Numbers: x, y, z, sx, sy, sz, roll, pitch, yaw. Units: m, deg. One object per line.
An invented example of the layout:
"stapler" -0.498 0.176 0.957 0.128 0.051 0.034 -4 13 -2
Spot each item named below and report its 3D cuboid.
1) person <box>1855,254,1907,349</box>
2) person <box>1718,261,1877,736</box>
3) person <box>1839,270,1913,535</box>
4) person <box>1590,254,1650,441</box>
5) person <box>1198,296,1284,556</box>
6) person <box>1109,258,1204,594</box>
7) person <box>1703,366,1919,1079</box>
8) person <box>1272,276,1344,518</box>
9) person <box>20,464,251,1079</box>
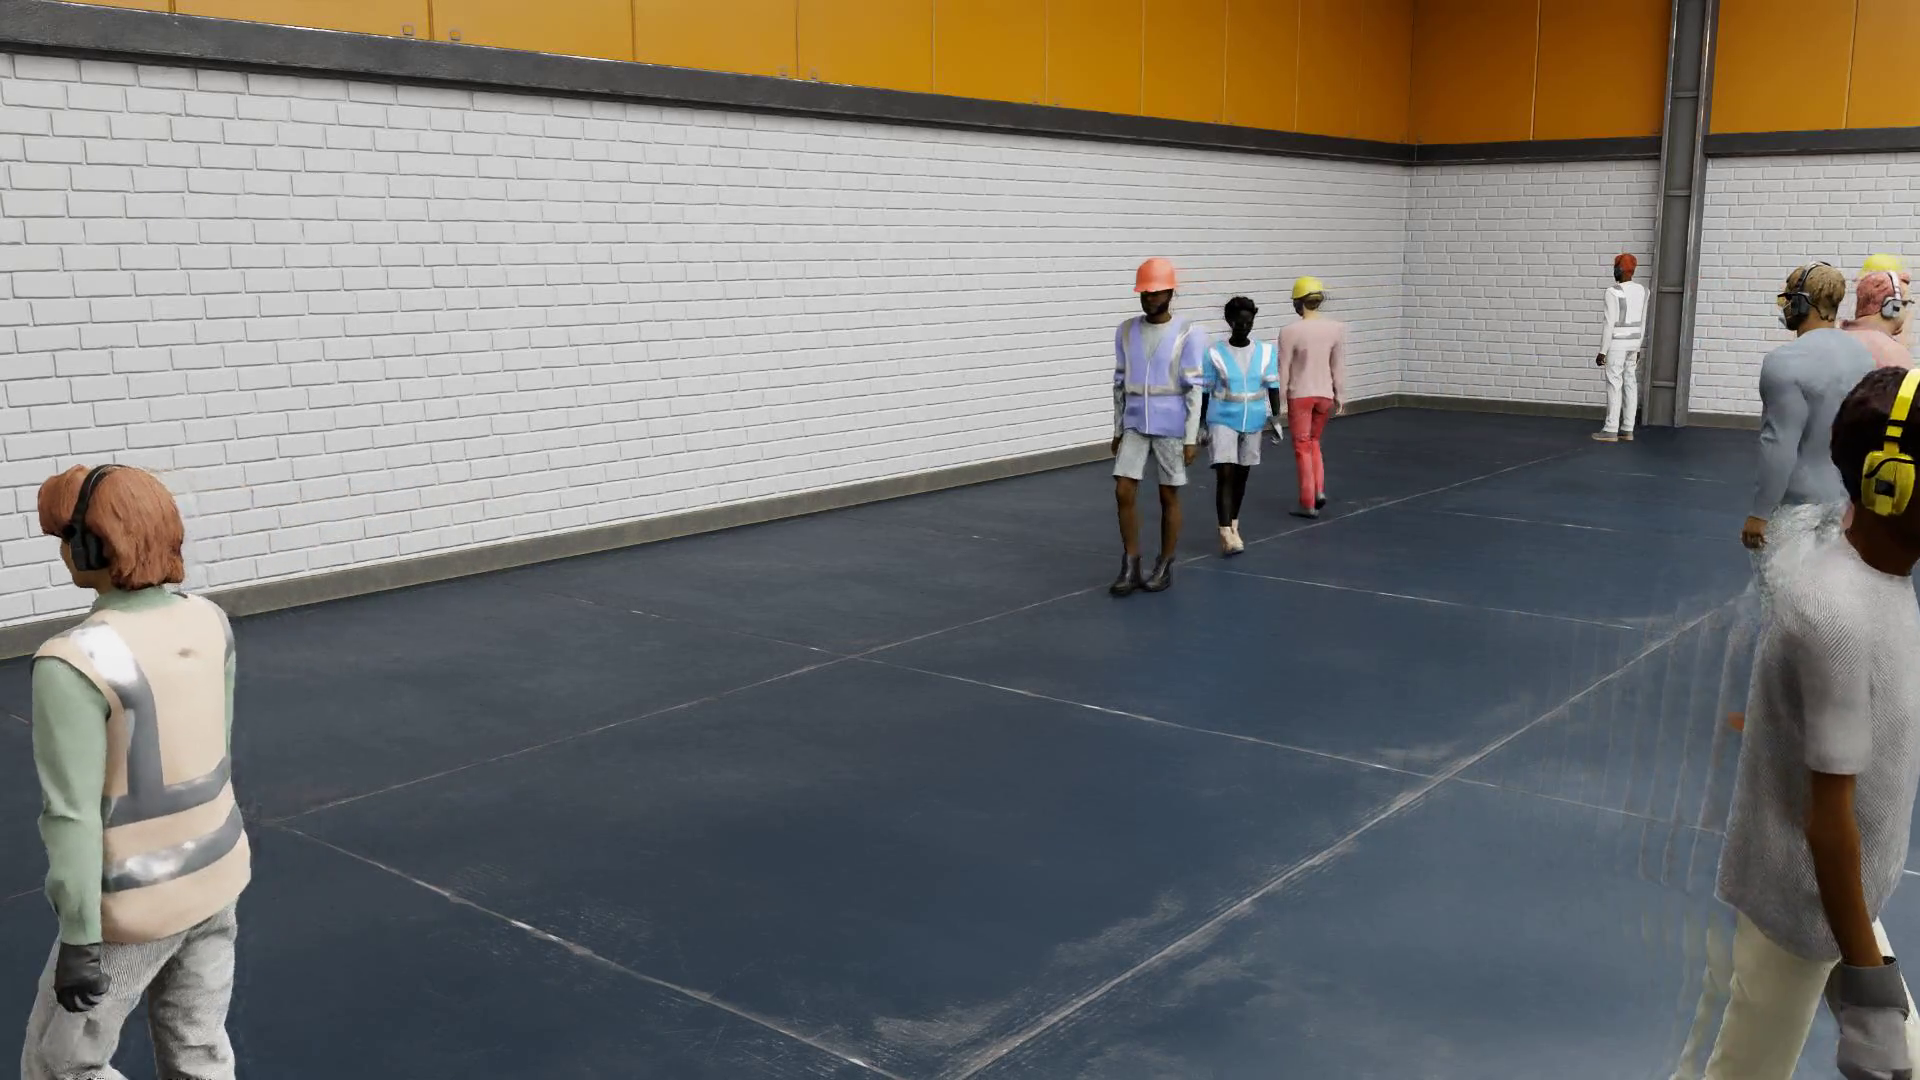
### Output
"person" 7.079 -1.254 12.918 0.417 1.914 0.613 8 13 39
"person" 3.393 -0.148 6.730 0.636 1.939 0.363 -7 12 -33
"person" 4.142 -0.286 7.648 0.505 1.887 0.663 1 10 5
"person" 6.663 -1.933 16.780 0.576 1.884 0.355 -6 12 -28
"person" 1.817 -0.724 10.715 0.539 1.655 0.813 -2 10 -12
"person" 1.067 -0.620 9.399 0.580 1.915 0.678 5 12 28
"person" 1.507 0.642 2.663 0.938 1.824 0.572 8 13 36
"person" 2.524 -1.038 12.142 0.537 1.752 0.427 -4 11 -22
"person" -1.520 0.665 3.094 0.376 1.624 0.536 2 10 9
